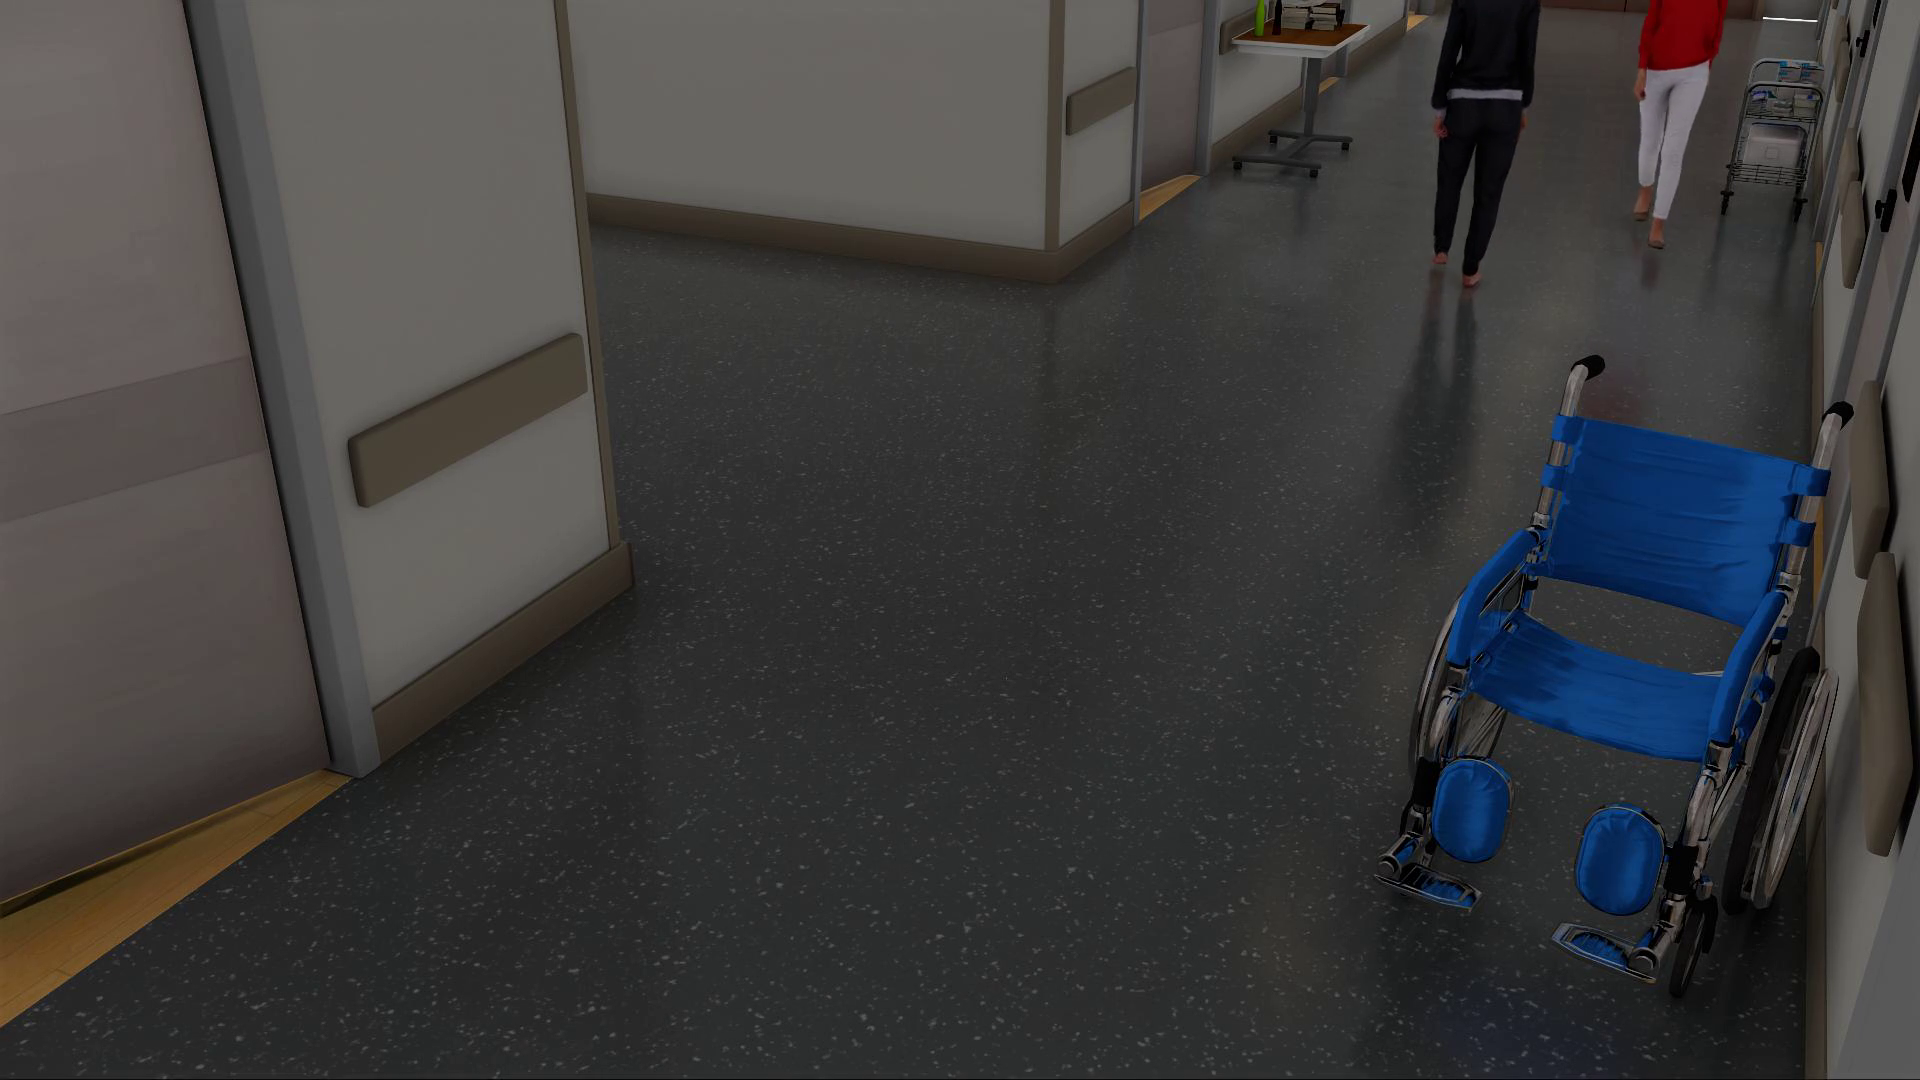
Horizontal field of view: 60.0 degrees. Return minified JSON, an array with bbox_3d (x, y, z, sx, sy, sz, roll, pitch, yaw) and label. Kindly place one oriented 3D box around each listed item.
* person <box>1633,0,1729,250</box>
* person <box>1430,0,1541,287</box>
[{"bbox_3d":[3.766,-2.427,8.838,0.567,1.646,1.148,10,27,20],"label":"person"},{"bbox_3d":[2.524,-2.072,8.027,0.618,1.712,0.614,10,28,20],"label":"person"}]
